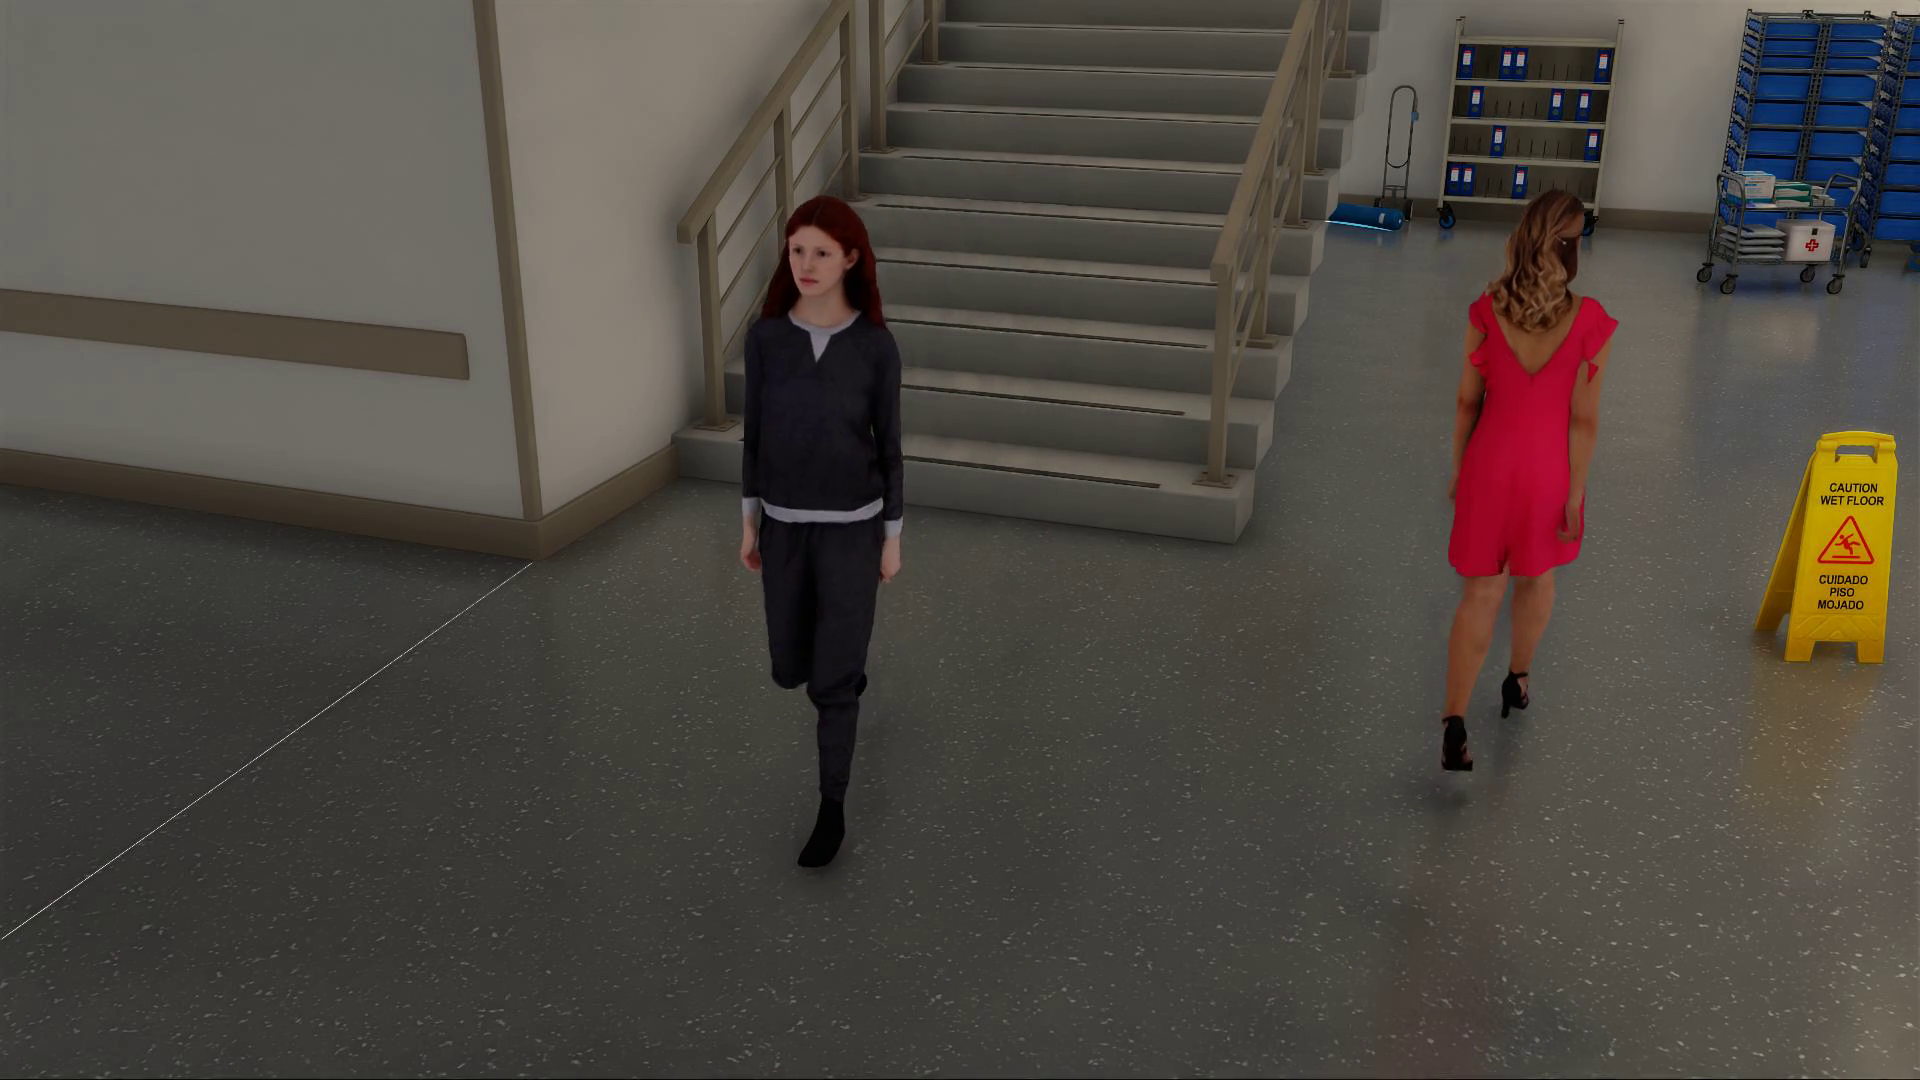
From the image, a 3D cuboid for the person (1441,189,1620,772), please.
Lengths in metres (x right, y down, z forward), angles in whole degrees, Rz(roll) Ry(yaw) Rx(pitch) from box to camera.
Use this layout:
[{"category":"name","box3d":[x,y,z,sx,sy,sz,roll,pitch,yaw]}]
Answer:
[{"category":"person","box3d":[1.585,-0.121,4.810,0.685,1.686,1.050,11,23,27]}]

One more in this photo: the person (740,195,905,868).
[{"category":"person","box3d":[-0.349,-0.036,4.469,0.602,1.768,0.885,6,22,16]}]
